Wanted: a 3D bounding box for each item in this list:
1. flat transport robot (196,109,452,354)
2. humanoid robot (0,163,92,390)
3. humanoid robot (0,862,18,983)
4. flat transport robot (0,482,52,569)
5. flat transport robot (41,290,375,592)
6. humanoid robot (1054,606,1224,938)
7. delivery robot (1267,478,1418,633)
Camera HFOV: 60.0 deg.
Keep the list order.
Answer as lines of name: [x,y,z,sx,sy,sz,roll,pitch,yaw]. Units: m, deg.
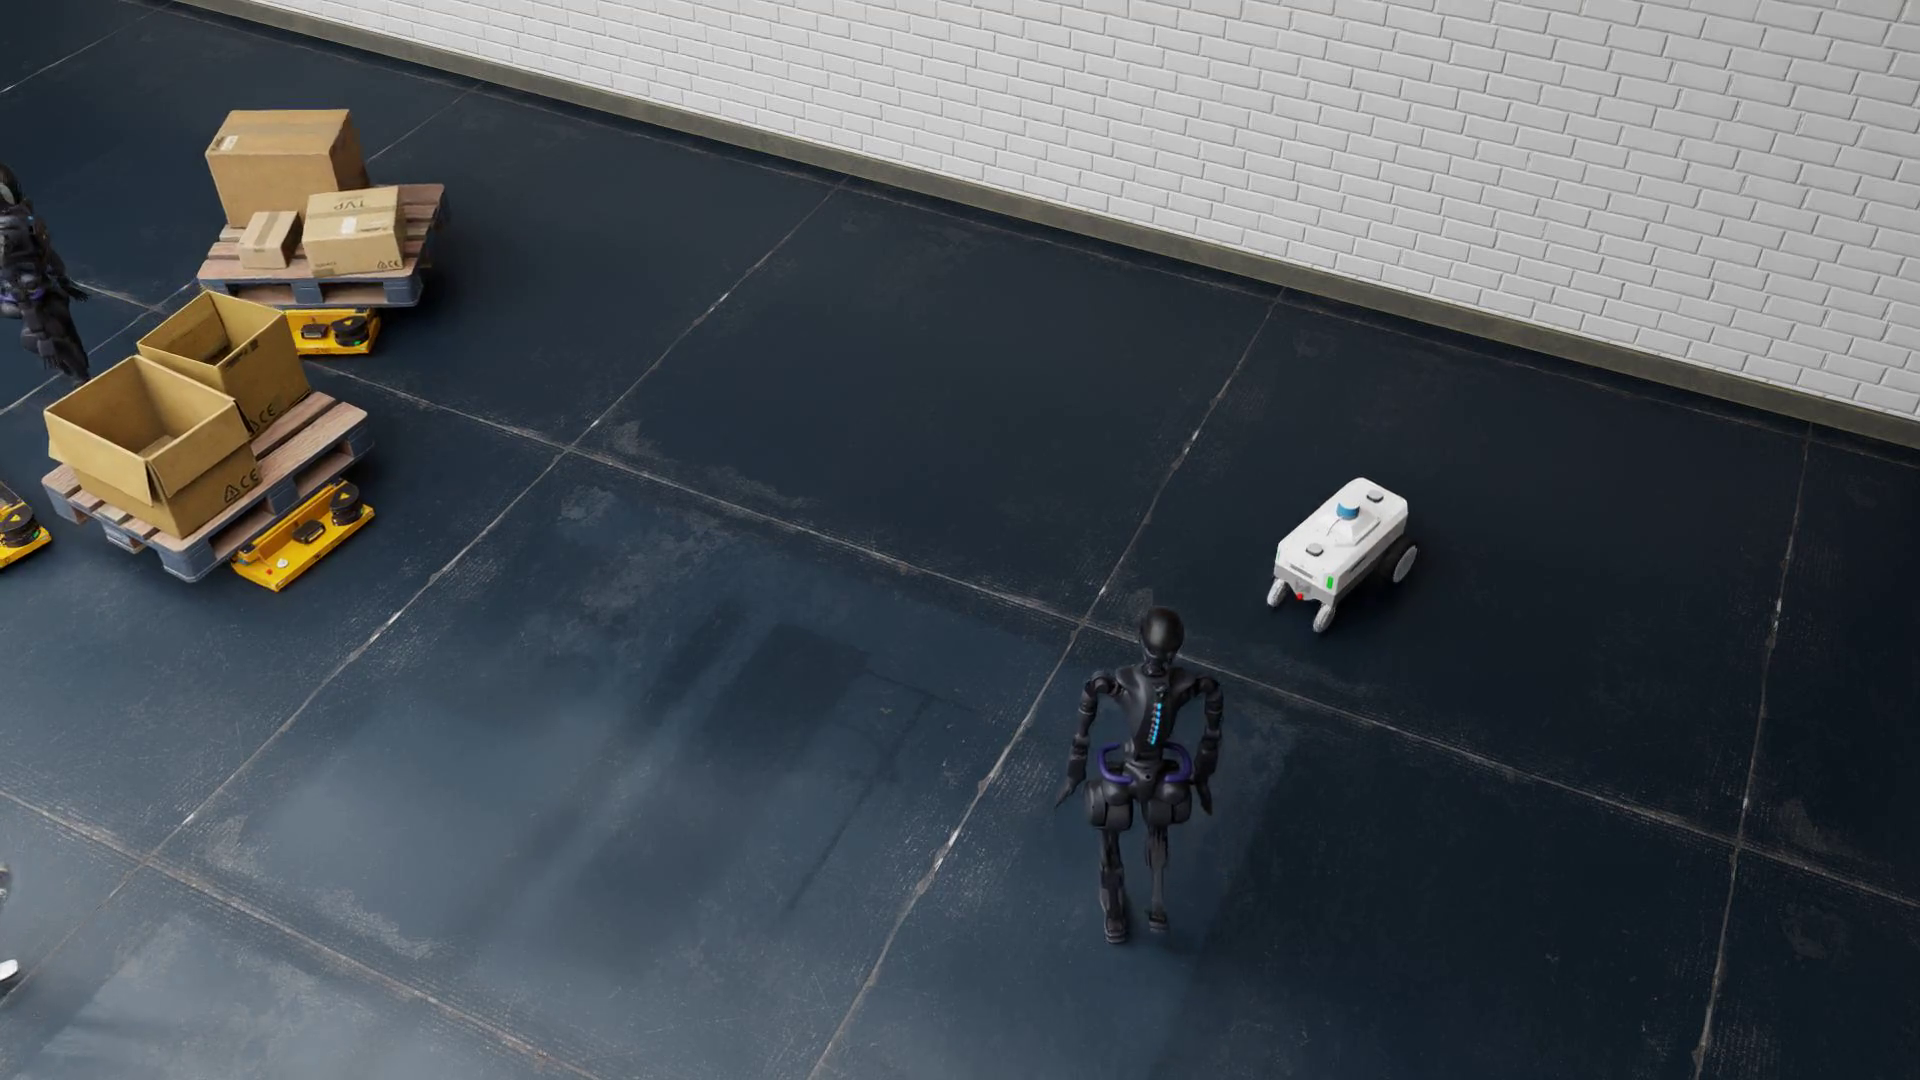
flat transport robot: [-3.718,-1.595,9.976,0.659,0.231,1.431,-1,43,-1]
humanoid robot: [-4.707,-1.203,8.518,0.363,1.639,0.591,-8,43,-8]
humanoid robot: [-3.801,1.150,5.943,0.751,1.792,0.531,-20,46,-20]
flat transport robot: [-5.316,-0.188,8.458,1.431,0.231,0.659,29,50,28]
flat transport robot: [-3.766,-0.230,8.503,1.431,0.231,0.659,22,47,22]
humanoid robot: [0.662,0.913,6.234,0.610,1.648,0.352,-3,43,-3]
delivery robot: [1.827,0.036,8.000,0.499,0.586,0.765,32,52,30]
